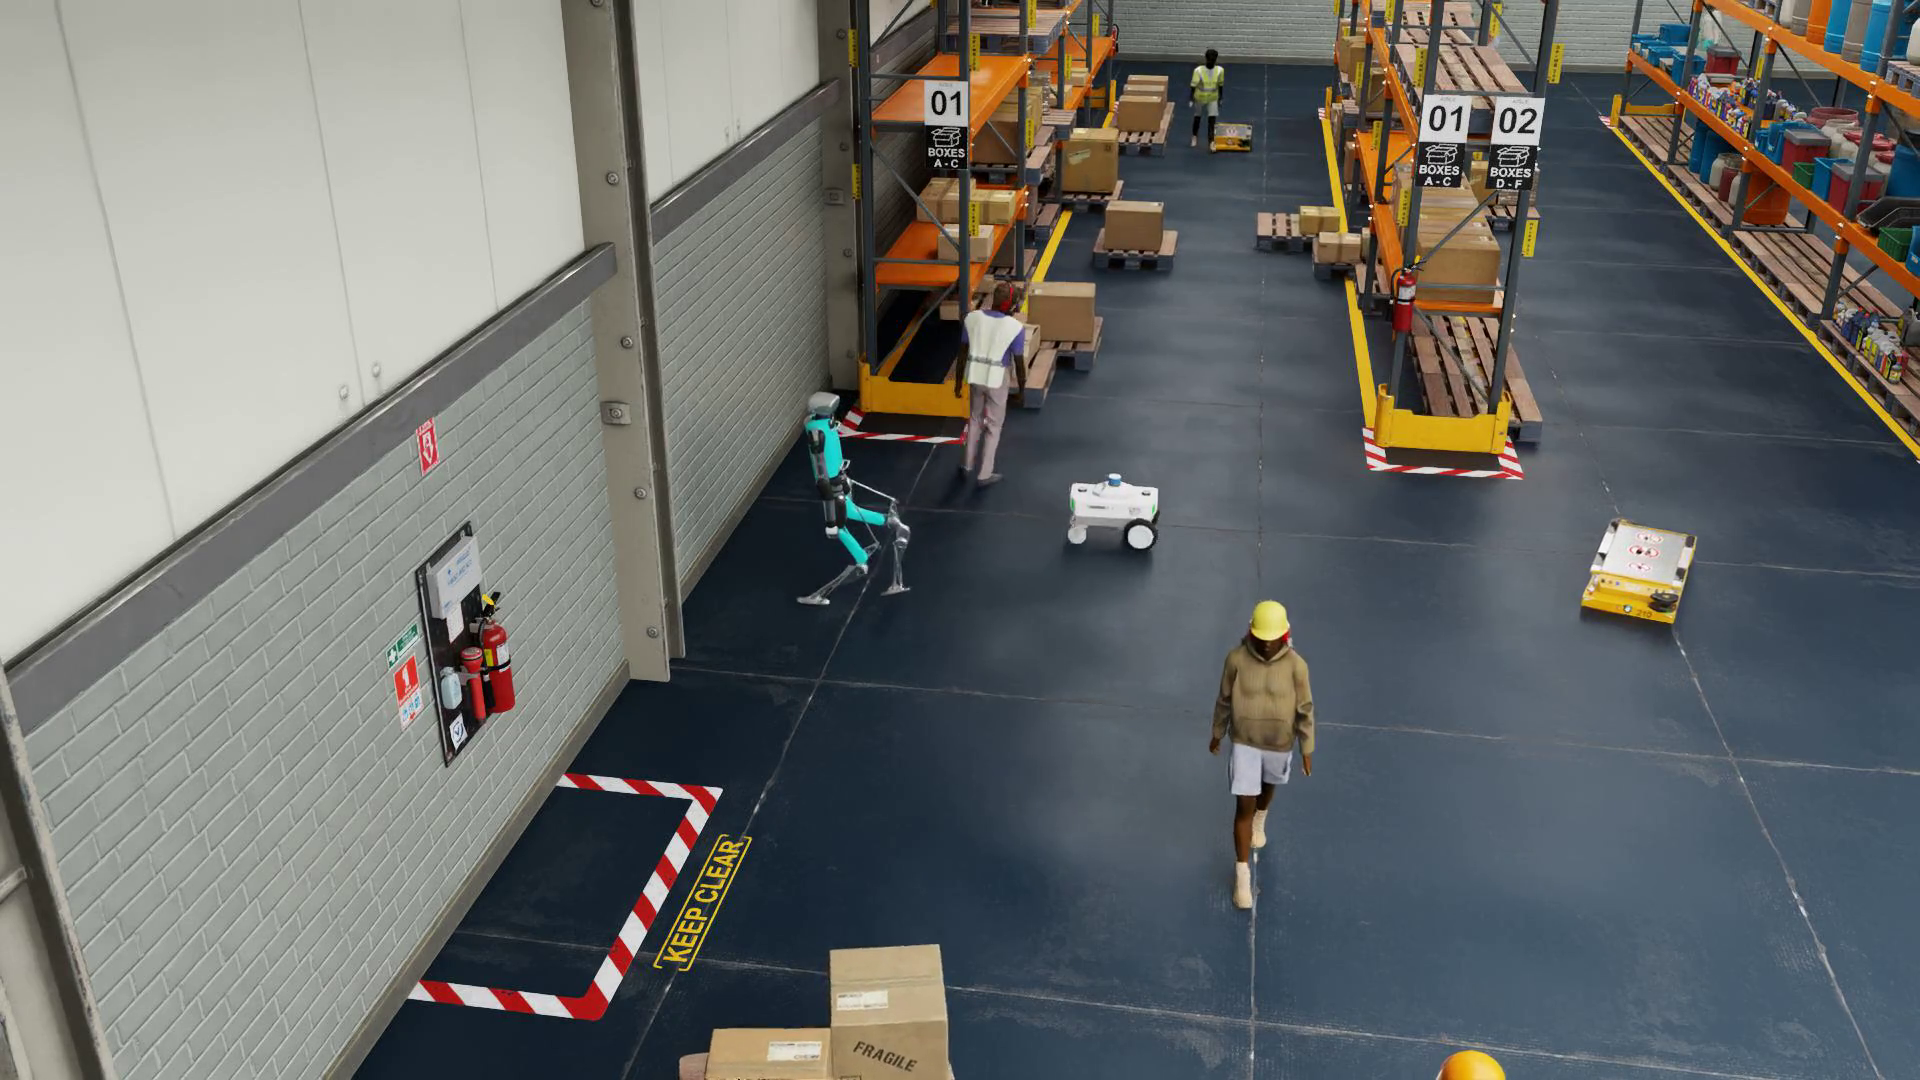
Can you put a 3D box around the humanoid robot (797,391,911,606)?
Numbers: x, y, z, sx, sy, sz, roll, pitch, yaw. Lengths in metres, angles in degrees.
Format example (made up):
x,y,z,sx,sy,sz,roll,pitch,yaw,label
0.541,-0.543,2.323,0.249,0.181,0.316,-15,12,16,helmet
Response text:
x,y,z,sx,sy,sz,roll,pitch,yaw,label
-0.704,-0.232,12.186,1.053,1.759,0.545,3,25,6,humanoid robot

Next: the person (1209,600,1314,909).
x,y,z,sx,sy,sz,roll,pitch,yaw,label
1.687,1.106,9.280,0.562,1.718,0.894,4,25,8,person

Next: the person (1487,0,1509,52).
x,y,z,sx,sy,sz,roll,pitch,yaw,label
9.905,-9.172,31.146,0.887,1.830,0.520,11,27,23,person

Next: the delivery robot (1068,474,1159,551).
x,y,z,sx,sy,sz,roll,pitch,yaw,label
1.270,-0.238,13.549,0.813,0.610,0.499,3,25,7,delivery robot

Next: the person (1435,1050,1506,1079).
x,y,z,sx,sy,sz,roll,pitch,yaw,label
1.729,2.574,5.940,0.564,1.890,0.384,0,25,-1,person

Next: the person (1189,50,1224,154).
x,y,z,sx,sy,sz,roll,pitch,yaw,label
3.994,-7.150,27.036,0.571,1.636,0.906,-2,25,-5,person

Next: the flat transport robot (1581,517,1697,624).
x,y,z,sx,sy,sz,roll,pitch,yaw,label
5.280,0.220,12.886,0.659,0.231,1.431,13,28,25,flat transport robot

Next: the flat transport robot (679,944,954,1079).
x,y,z,sx,sy,sz,roll,pitch,yaw,label
-0.594,2.815,7.333,0.659,0.231,1.431,-4,25,-9,flat transport robot

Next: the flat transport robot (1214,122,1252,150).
x,y,z,sx,sy,sz,roll,pitch,yaw,label
4.523,-6.729,27.759,0.659,0.231,1.431,4,25,9,flat transport robot

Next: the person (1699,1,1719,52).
x,y,z,sx,sy,sz,roll,pitch,yaw,label
14.550,-9.799,32.592,0.732,1.737,0.539,0,25,-1,person

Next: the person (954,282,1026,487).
x,y,z,sx,sy,sz,roll,pitch,yaw,label
0.266,-1.344,14.425,0.612,1.803,0.475,12,27,23,person
